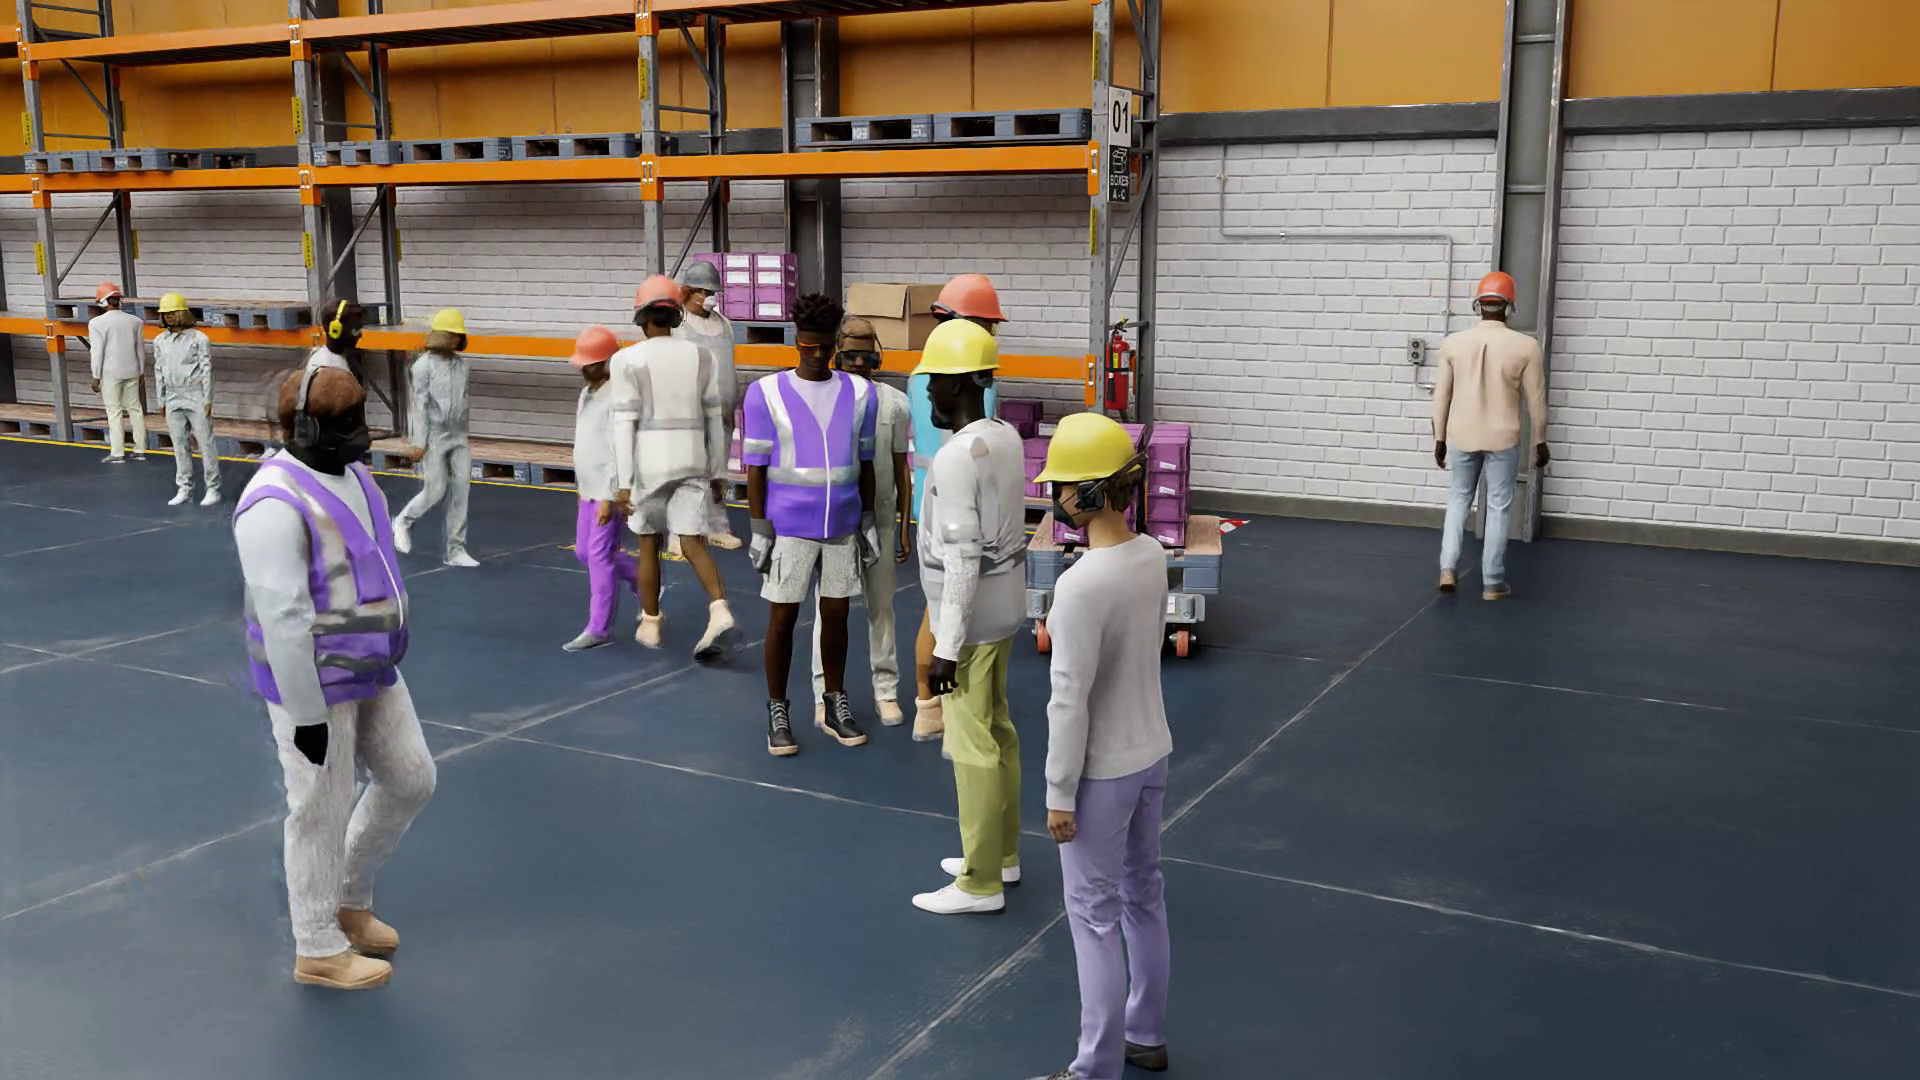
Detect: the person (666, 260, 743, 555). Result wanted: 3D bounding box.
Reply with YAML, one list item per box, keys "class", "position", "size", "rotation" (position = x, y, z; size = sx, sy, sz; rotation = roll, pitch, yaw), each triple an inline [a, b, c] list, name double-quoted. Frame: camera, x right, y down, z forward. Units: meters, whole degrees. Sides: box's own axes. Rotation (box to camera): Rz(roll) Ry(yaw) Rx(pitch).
- class: "person"
  position: [-1.778, -0.920, 11.514]
  size: [0.535, 2.000, 0.681]
  rotation: [9, 14, 42]

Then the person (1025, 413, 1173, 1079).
- class: "person"
  position: [0.348, 0.559, 4.189]
  size: [0.342, 1.761, 0.526]
  rotation: [6, 12, 31]

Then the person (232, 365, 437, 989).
- class: "person"
  position: [-1.802, 0.411, 4.804]
  size: [0.448, 1.827, 0.655]
  rotation: [1, 10, 5]

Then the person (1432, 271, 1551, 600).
- class: "person"
  position: [3.186, -0.612, 9.997]
  size: [0.653, 1.985, 0.449]
  rotation: [7, 13, 35]

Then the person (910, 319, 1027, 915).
- class: "person"
  position: [0.018, 0.255, 5.387]
  size: [0.379, 1.924, 0.594]
  rotation: [3, 11, 17]

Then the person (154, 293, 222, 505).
- class: "person"
  position: [-6.334, -1.143, 13.579]
  size: [0.485, 1.736, 0.314]
  rotation: [1, 10, 7]

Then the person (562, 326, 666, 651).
- class: "person"
  position: [-1.883, -0.285, 8.898]
  size: [0.590, 1.728, 0.583]
  rotation: [-7, 12, -34]

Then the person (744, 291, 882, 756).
- class: "person"
  position: [-0.612, -0.069, 7.074]
  size: [0.608, 1.957, 0.401]
  rotation: [-5, 11, -25]

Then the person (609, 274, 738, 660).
- class: "person"
  position: [-1.460, -0.367, 8.628]
  size: [0.624, 2.005, 0.897]
  rotation: [-7, 12, -32]

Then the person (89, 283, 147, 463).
- class: "person"
  position: [-8.213, -1.628, 16.208]
  size: [0.337, 1.742, 0.573]
  rotation: [5, 12, 27]

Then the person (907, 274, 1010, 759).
- class: "person"
  position: [0.014, -0.098, 7.042]
  size: [0.410, 2.035, 0.614]
  rotation: [-5, 12, -27]

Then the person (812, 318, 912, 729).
- class: "person"
  position: [-0.462, -0.065, 7.403]
  size: [0.502, 1.837, 0.349]
  rotation: [-2, 11, -10]

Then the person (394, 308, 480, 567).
- class: "person"
  position: [-3.482, -0.681, 11.075]
  size: [0.577, 1.718, 0.507]
  rotation: [6, 12, 29]
